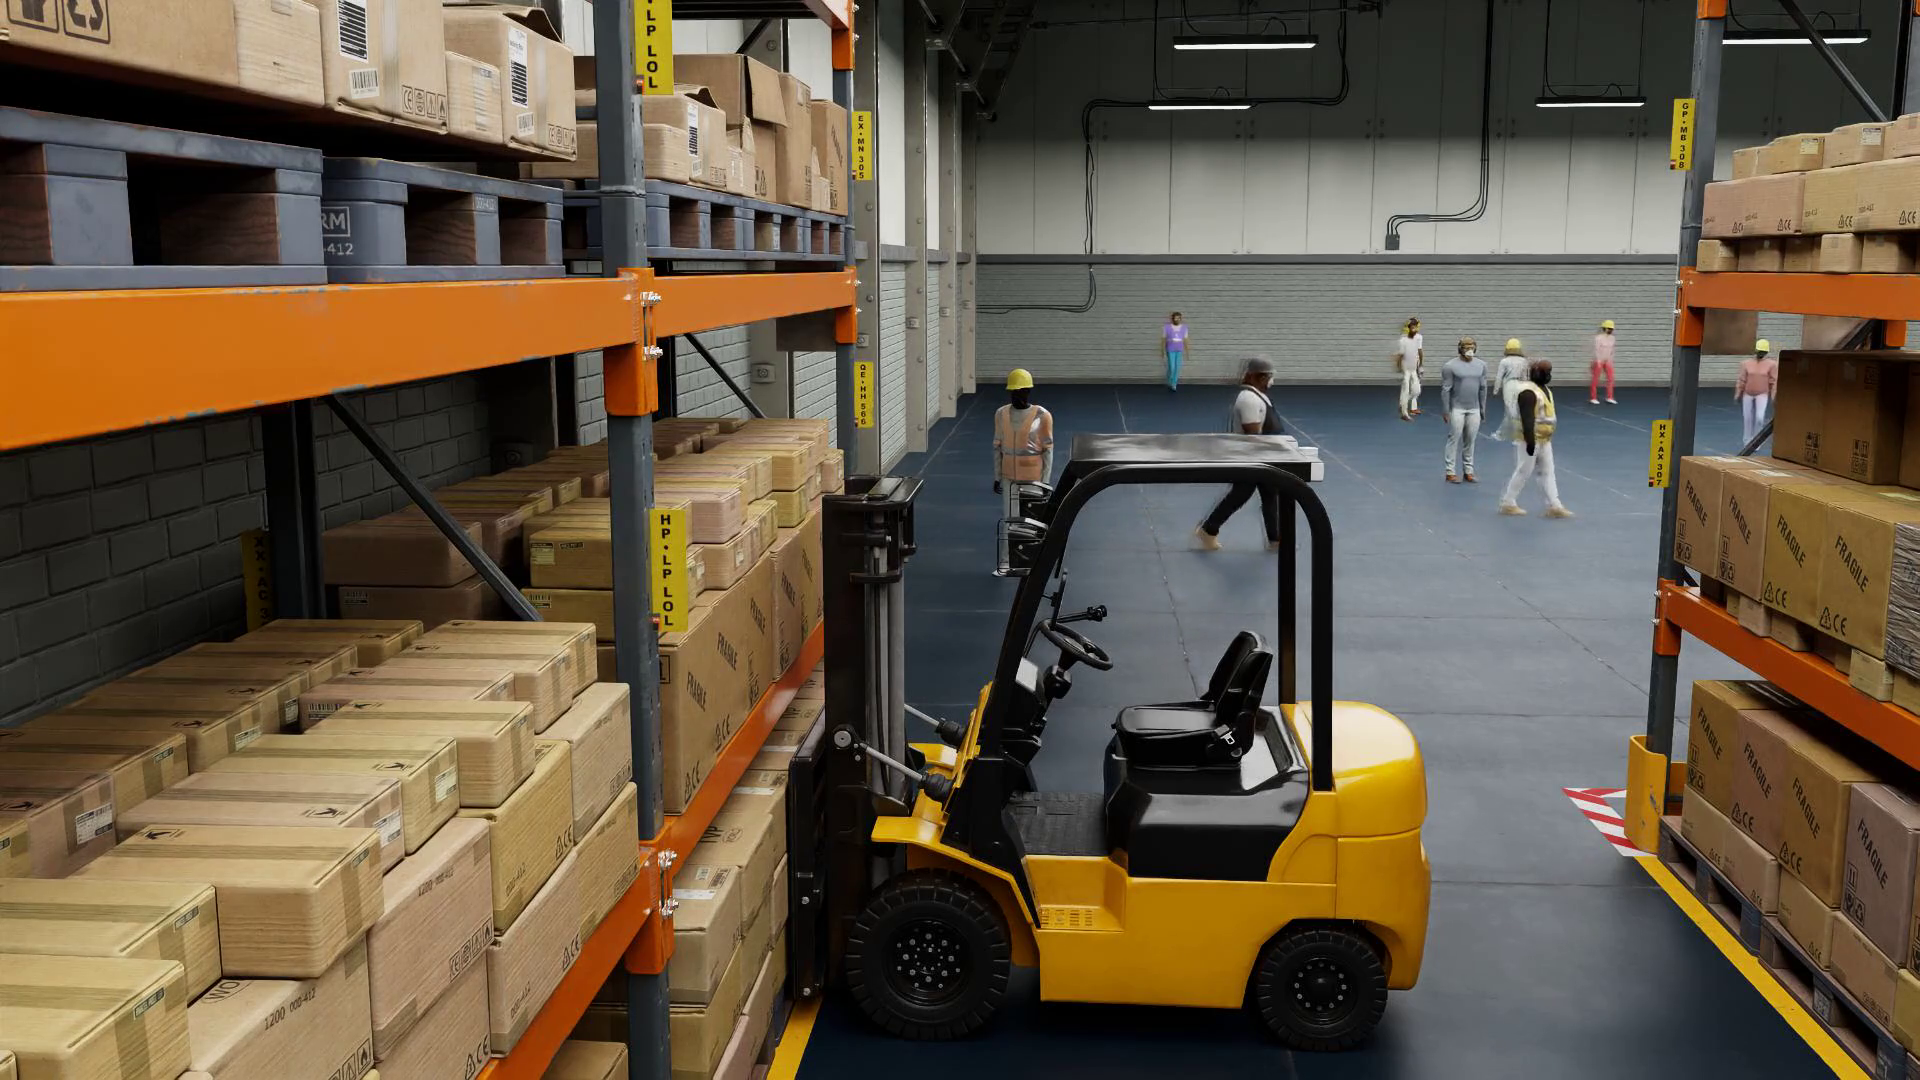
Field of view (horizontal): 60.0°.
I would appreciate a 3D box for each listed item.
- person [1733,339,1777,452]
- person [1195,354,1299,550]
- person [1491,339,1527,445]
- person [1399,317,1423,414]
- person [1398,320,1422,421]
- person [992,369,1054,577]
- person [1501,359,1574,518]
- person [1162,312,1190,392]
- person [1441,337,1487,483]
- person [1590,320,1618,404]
[{"bbox_3d":[12.180,-2.203,25.509,0.556,1.733,0.700,6,11,32],"label":"person"},{"bbox_3d":[2.875,-0.891,16.642,0.959,2.000,0.685,4,10,22],"label":"person"},{"bbox_3d":[8.882,-2.391,26.816,0.492,1.684,0.948,-4,10,-23],"label":"person"},{"bbox_3d":[8.730,-3.362,32.145,0.323,1.868,0.530,-9,13,-42],"label":"person"},{"bbox_3d":[8.310,-3.122,30.704,0.554,1.858,0.406,-6,11,-32],"label":"person"},{"bbox_3d":[0.562,-0.600,15.221,0.589,1.928,0.384,5,11,29],"label":"person"},{"bbox_3d":[6.571,-1.148,18.911,0.792,1.811,0.648,8,12,39],"label":"person"},{"bbox_3d":[4.906,-4.238,37.610,0.584,1.805,0.865,-2,10,-11],"label":"person"},{"bbox_3d":[6.640,-1.712,21.940,0.631,1.936,0.378,-2,10,-12],"label":"person"},{"bbox_3d":[13.325,-3.656,34.301,0.538,1.740,0.715,-3,10,-16],"label":"person"}]
